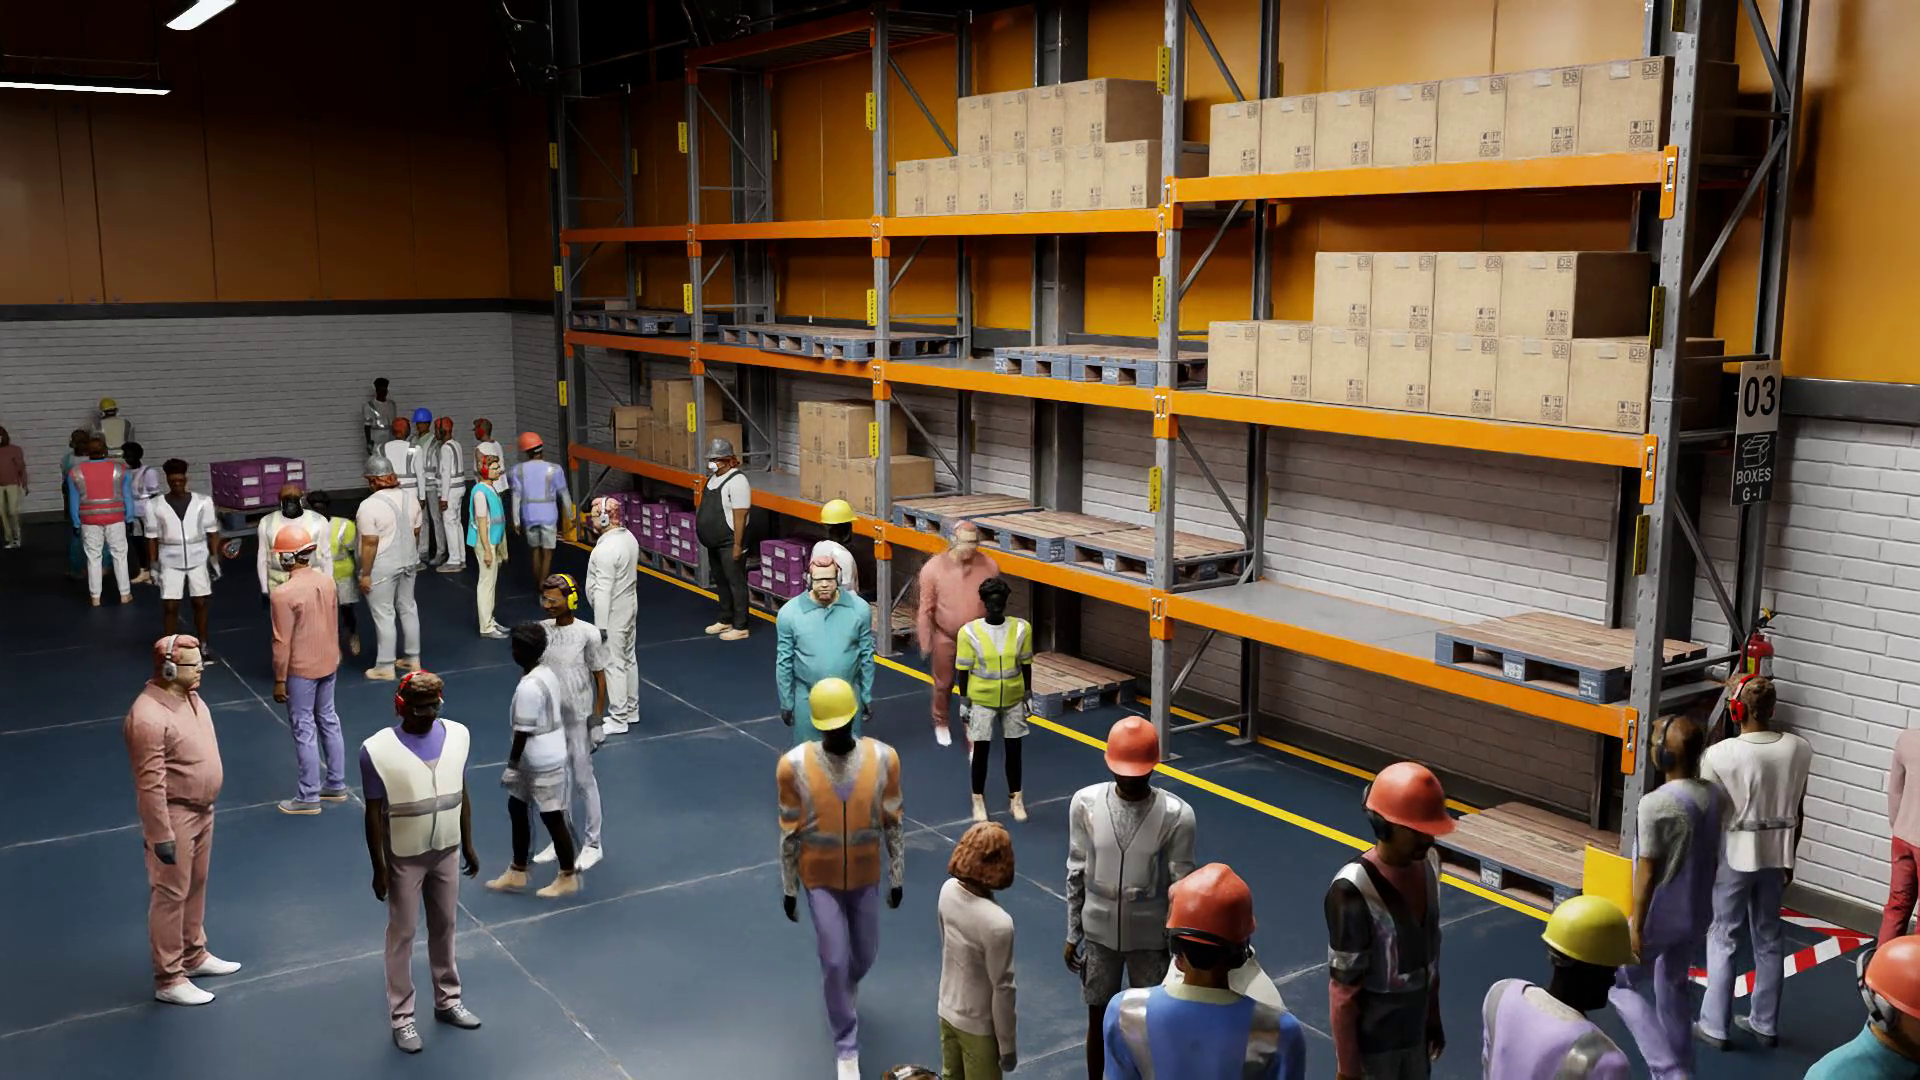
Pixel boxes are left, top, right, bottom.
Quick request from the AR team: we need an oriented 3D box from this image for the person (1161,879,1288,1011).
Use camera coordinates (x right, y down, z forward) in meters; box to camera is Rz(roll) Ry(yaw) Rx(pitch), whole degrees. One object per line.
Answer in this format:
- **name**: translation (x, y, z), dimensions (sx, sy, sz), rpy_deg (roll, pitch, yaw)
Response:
- **person**: translation (0.780, 1.975, 5.265), dimensions (0.400, 1.894, 0.653), rpy_deg (-3, 10, -19)

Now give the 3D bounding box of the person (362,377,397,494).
- **person**: translation (-8.881, -1.526, 25.596), dimensions (0.365, 1.963, 0.610), rpy_deg (6, 12, 33)

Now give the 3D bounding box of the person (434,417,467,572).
- **person**: translation (-6.183, -0.554, 20.156), dimensions (0.363, 1.879, 0.585), rpy_deg (-1, 10, -5)

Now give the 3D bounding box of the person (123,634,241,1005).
- **person**: translation (-3.979, 1.415, 8.537), dimensions (0.400, 1.899, 0.646), rpy_deg (0, 10, -2)

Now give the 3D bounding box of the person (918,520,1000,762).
- **person**: translation (-0.010, 0.737, 12.682), dimensions (0.649, 1.863, 0.962), rpy_deg (-2, 10, -12)

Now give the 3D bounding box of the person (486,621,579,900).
- **person**: translation (-2.578, 1.313, 9.816), dimensions (0.646, 1.662, 0.529), rpy_deg (-2, 10, -12)

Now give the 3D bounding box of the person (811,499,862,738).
- **person**: translation (-0.951, 0.642, 12.975), dimensions (0.355, 1.930, 0.587), rpy_deg (-6, 11, -32)

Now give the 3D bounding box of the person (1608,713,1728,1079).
- **person**: translation (3.097, 1.656, 7.315), dimensions (0.533, 1.828, 0.401), rpy_deg (-5, 11, -28)

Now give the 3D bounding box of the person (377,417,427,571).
- **person**: translation (-6.729, -0.545, 20.089), dimensions (0.575, 1.882, 0.338), rpy_deg (1, 10, 4)

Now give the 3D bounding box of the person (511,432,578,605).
- **person**: translation (-4.548, -0.251, 18.315), dimensions (0.621, 1.900, 0.612), rpy_deg (1, 10, 5)

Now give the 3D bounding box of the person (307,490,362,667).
- **person**: translation (-5.830, 0.354, 15.405), dimensions (0.568, 1.668, 0.422), rpy_deg (-2, 10, -11)

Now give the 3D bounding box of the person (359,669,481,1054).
- **person**: translation (-2.611, 1.522, 8.073), dimensions (0.390, 1.840, 0.565), rpy_deg (8, 13, 40)

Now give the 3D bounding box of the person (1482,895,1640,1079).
- **person**: translation (1.818, 1.996, 5.078), dimensions (0.399, 1.913, 0.595), rpy_deg (-4, 10, -21)

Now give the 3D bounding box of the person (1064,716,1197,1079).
- **person**: translation (0.707, 1.665, 6.996), dimensions (0.550, 1.926, 0.390), rpy_deg (3, 10, 19)

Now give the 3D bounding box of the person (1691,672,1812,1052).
- **person**: translation (3.761, 1.548, 7.943), dimensions (0.561, 1.837, 0.388), rpy_deg (-2, 10, -11)

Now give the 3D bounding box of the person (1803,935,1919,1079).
- **person**: translation (2.547, 2.037, 4.625), dimensions (0.611, 1.985, 0.393), rpy_deg (-6, 11, -32)

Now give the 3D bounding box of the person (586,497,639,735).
- **person**: translation (-2.789, 0.600, 13.316), dimensions (0.399, 1.900, 0.643), rpy_deg (1, 10, 8)

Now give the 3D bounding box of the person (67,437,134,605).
- **person**: translation (-9.389, -0.206, 18.211), dimensions (0.634, 1.842, 0.429), rpy_deg (-5, 11, -29)

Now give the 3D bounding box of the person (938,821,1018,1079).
- **person**: translation (0.069, 1.894, 6.530), dimensions (0.286, 1.625, 0.495), rpy_deg (-6, 11, -29)

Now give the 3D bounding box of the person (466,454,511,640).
- **person**: translation (-4.720, 0.064, 16.611), dimensions (0.388, 1.847, 0.563), rpy_deg (-1, 10, -8)

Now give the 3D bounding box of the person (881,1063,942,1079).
- **person**: translation (-0.066, 2.213, 4.122), dimensions (0.512, 1.813, 0.901), rpy_deg (-5, 11, -29)

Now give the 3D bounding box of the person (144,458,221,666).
- **person**: translation (-7.196, 0.210, 15.418), dimensions (0.612, 1.963, 0.408), rpy_deg (-6, 11, -31)

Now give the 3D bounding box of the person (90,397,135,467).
- **person**: translation (-11.990, -1.109, 23.579), dimensions (0.591, 1.827, 0.403), rpy_deg (-7, 12, -37)

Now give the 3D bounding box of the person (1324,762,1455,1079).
- **person**: translation (1.574, 1.775, 6.037), dimensions (0.619, 2.028, 0.409), rpy_deg (-9, 13, -43)

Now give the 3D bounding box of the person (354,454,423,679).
- **person**: translation (-5.219, 0.230, 15.069), dimensions (0.536, 2.000, 0.688), rpy_deg (4, 11, 24)

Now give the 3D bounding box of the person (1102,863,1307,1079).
- **person**: translation (0.724, 1.952, 4.952), dimensions (0.605, 2.045, 0.377), rpy_deg (3, 10, 17)

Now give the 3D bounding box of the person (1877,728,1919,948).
- **person**: translation (4.854, 1.522, 8.290), dimensions (0.327, 1.767, 0.533), rpy_deg (-1, 10, -8)

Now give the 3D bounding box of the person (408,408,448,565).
- **person**: translation (-6.604, -0.668, 20.598), dimensions (0.614, 1.950, 0.375), rpy_deg (4, 11, 25)

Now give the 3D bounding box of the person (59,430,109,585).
- **person**: translation (-10.248, -0.391, 19.442), dimensions (0.526, 1.784, 0.995), rpy_deg (-1, 10, -8)

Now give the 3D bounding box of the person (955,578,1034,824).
- **person**: translation (0.233, 1.074, 11.160), dimensions (0.539, 1.686, 0.319), rpy_deg (-2, 10, -13)

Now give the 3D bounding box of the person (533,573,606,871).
- **person**: translation (-2.439, 1.122, 10.338), dimensions (0.538, 1.869, 0.313), rpy_deg (5, 11, 26)

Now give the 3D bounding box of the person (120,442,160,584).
- **person**: translation (-9.495, -0.309, 19.280), dimensions (0.549, 1.683, 0.353), rpy_deg (4, 10, 20)

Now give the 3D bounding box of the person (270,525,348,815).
- **person**: translation (-4.498, 0.881, 11.420), dimensions (0.408, 1.987, 0.614), rpy_deg (3, 10, 15)

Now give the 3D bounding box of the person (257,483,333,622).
- **person**: translation (-5.834, 0.411, 14.612), dimensions (0.628, 1.847, 0.428), rpy_deg (-3, 10, -16)

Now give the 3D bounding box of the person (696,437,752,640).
- **person**: translation (-2.372, -0.029, 16.585), dimensions (0.535, 2.000, 0.683), rpy_deg (-7, 12, -34)

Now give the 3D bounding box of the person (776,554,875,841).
- **person**: translation (-0.869, 1.025, 10.832), dimensions (0.645, 1.900, 0.399), rpy_deg (-2, 10, -12)

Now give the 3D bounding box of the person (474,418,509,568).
- **person**: translation (-5.742, -0.572, 20.391), dimensions (0.388, 1.838, 0.567), rpy_deg (1, 10, 7)

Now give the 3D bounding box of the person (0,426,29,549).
- **person**: translation (-12.421, -0.676, 21.598), dimensions (0.534, 1.616, 0.457), rpy_deg (-1, 10, -7)

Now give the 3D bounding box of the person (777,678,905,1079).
- **person**: translation (-0.567, 1.536, 7.854), dimensions (0.596, 1.895, 0.732), rpy_deg (-2, 10, -14)
